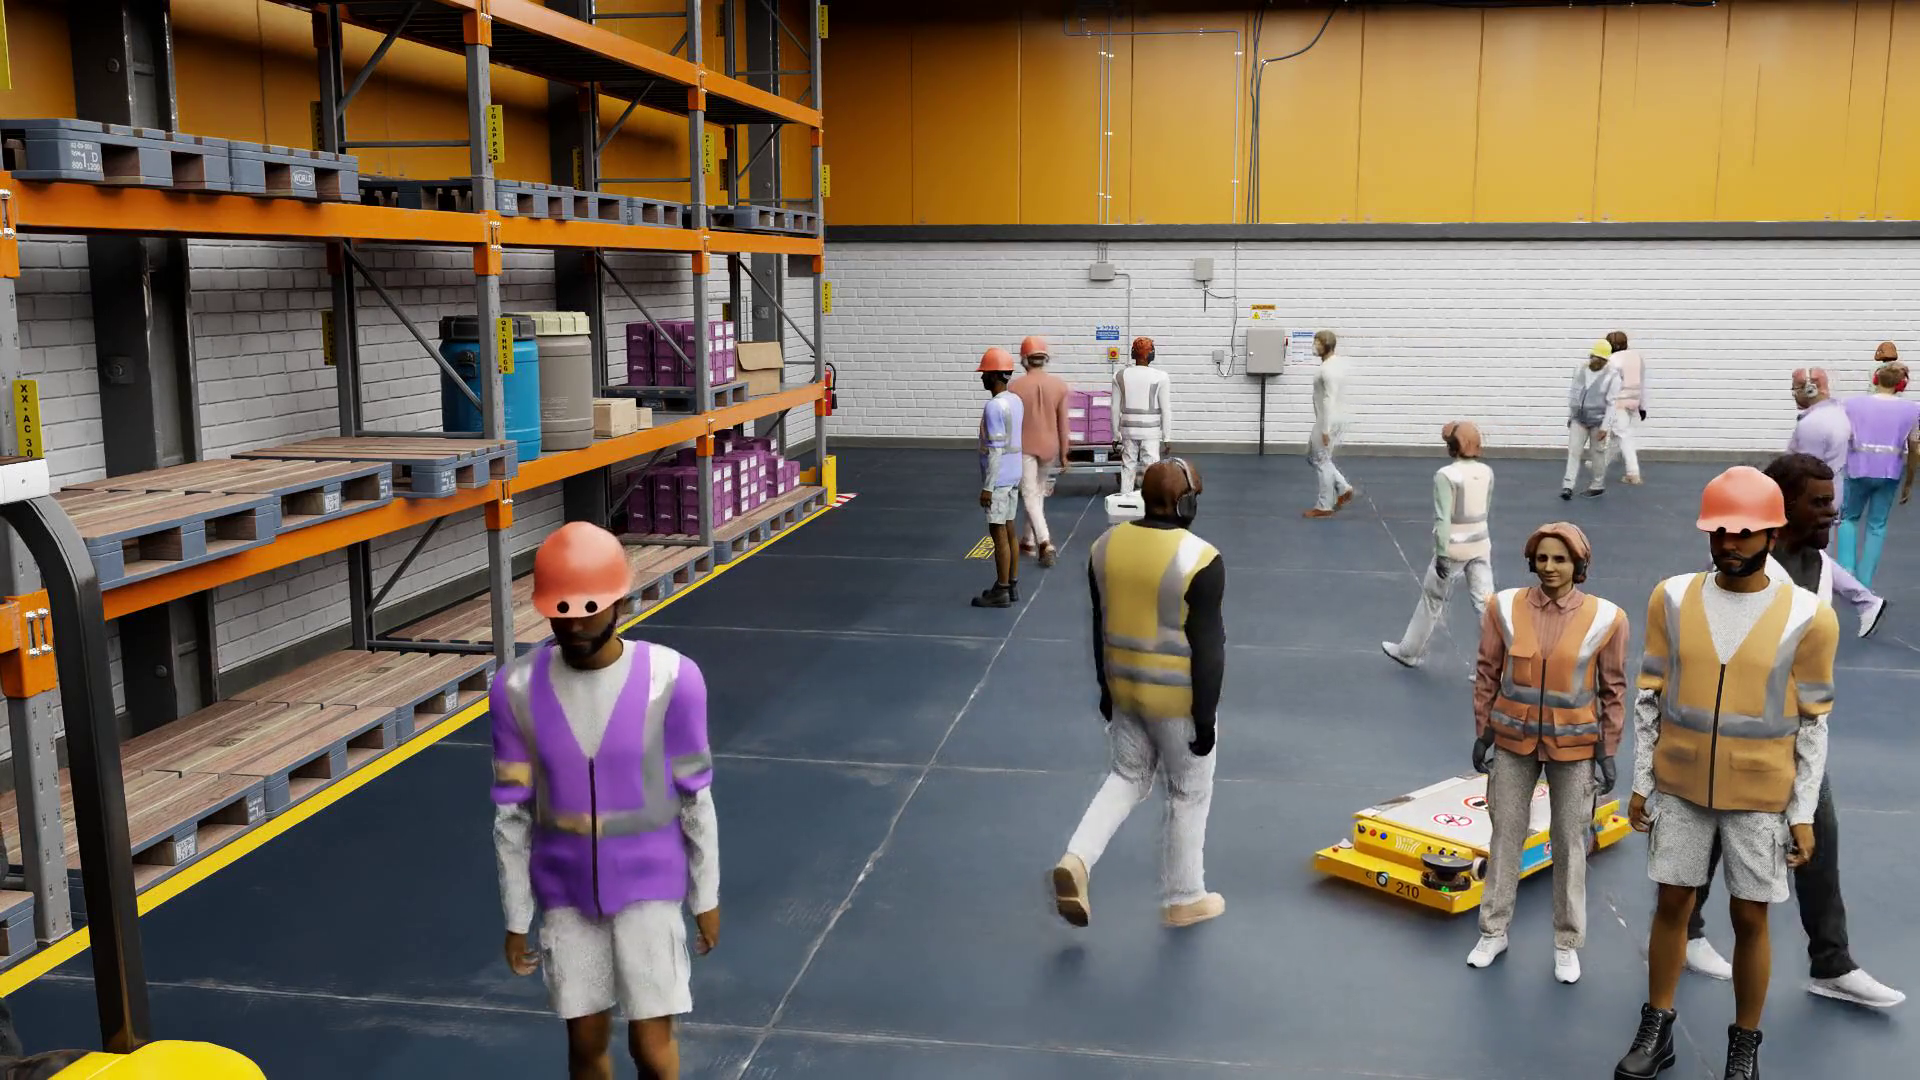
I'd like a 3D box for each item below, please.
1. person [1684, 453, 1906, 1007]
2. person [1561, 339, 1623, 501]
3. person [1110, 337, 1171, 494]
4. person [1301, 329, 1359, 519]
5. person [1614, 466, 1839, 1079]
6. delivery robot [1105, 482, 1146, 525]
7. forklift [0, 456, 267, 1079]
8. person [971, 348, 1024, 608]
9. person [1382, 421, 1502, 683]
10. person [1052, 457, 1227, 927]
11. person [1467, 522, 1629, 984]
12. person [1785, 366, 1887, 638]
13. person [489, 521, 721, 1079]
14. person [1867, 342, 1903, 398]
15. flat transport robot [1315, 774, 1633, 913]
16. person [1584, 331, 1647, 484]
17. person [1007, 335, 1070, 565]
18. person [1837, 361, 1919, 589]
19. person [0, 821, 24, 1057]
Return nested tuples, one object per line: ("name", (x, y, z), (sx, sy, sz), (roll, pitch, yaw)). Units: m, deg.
("person", (2.823, 0.653, 5.669), (0.586, 1.886, 0.904), (-5, 11, -30))
("person", (6.808, -1.291, 18.048), (0.878, 1.766, 0.656), (-9, 13, -43))
("person", (1.718, -0.984, 15.796), (0.585, 1.882, 0.337), (4, 10, 21))
("person", (3.704, -1.157, 16.738), (0.484, 1.925, 0.652), (2, 10, 15))
("person", (2.286, 0.741, 4.988), (0.542, 1.939, 0.361), (7, 11, 36))
("delivery robot", (1.706, -0.296, 15.356), (0.707, 0.478, 0.477), (4, 10, 22))
("forklift", (-2.328, 0.975, 2.765), (2.313, 2.155, 1.214), (1, 9, 9))
("person", (0.276, -0.462, 12.413), (0.362, 1.938, 0.545), (3, 10, 18))
("person", (3.032, 0.066, 10.205), (0.543, 1.585, 0.872), (-6, 11, -31))
("person", (0.691, 0.600, 6.254), (0.702, 1.823, 0.631), (-8, 12, -41))
("person", (2.075, 0.742, 5.899), (0.512, 1.642, 0.312), (5, 10, 28))
("person", (5.924, -0.260, 11.385), (0.807, 1.866, 0.660), (7, 11, 36))
("person", (-0.893, 0.885, 4.186), (0.553, 1.912, 0.466), (0, 9, 0))
("person", (11.401, -1.628, 20.540), (0.501, 1.633, 0.283), (-2, 9, -12))
("flat transport robot", (2.214, 1.234, 7.077), (1.431, 0.197, 0.652), (-8, 12, -41))
("person", (7.788, -1.579, 19.769), (0.646, 1.783, 0.987), (-4, 10, -23))
("person", (0.649, -0.778, 14.321), (0.624, 1.959, 0.975), (-3, 10, -18))
("person", (6.987, -0.456, 12.724), (0.609, 1.819, 0.453), (4, 10, 21))
("person", (-2.613, 0.915, 4.220), (0.505, 1.842, 0.347), (6, 11, 34))
